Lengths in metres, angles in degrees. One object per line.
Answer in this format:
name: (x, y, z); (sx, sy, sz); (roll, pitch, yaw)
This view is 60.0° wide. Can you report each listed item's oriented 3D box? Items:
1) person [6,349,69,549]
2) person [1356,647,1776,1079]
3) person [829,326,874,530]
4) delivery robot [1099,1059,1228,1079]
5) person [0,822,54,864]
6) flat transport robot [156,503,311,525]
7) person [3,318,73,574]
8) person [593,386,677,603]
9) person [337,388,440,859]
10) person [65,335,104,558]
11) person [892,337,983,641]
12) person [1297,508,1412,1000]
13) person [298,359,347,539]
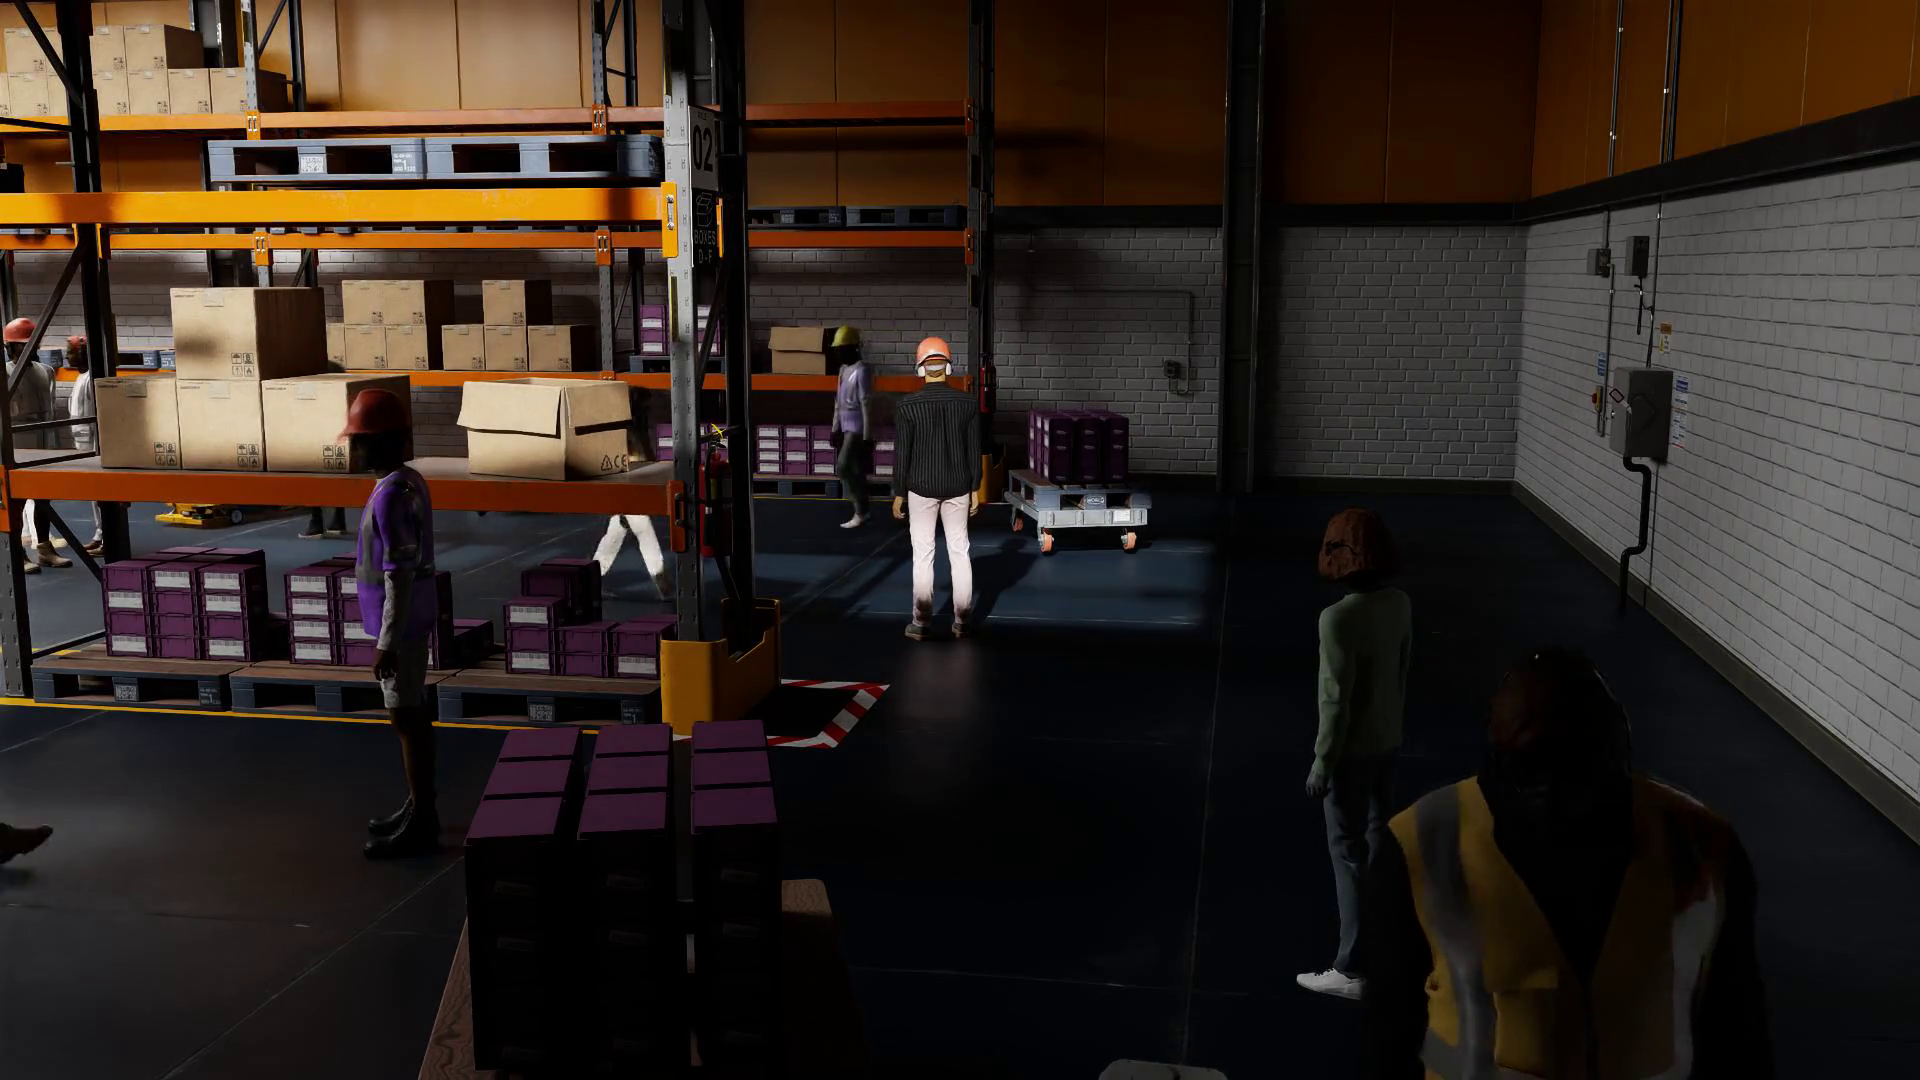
person: (-8.124, -0.844, 14.538); (0.627, 1.844, 0.429); (8, 12, 41)
person: (1.024, 1.048, 2.931); (0.667, 1.816, 0.703); (1, 9, 5)
person: (-1.011, -1.038, 15.542); (0.466, 1.910, 0.609); (-3, 10, -19)
delivery robot: (0.444, 1.469, 3.876); (0.477, 0.478, 0.707); (2, 9, 14)
person: (-4.138, 0.514, 6.656); (0.865, 1.651, 0.539); (-3, 10, -20)
flat transport robot: (-7.038, -0.344, 16.291); (0.652, 0.197, 1.431); (5, 10, 27)
person: (-7.450, -0.755, 13.358); (0.382, 2.041, 0.616); (3, 10, 19)
person: (-2.407, -0.332, 12.139); (0.857, 1.591, 0.517); (0, 9, 0)
person: (-2.342, 0.342, 6.881); (0.355, 1.938, 0.544); (-2, 9, -14)
person: (-7.340, -0.791, 14.085); (0.354, 1.881, 0.576); (-7, 11, -36)
person: (-0.153, -0.329, 10.900); (0.611, 1.985, 0.393); (-3, 10, -16)
person: (1.324, 0.708, 5.550); (0.266, 1.631, 0.507); (8, 12, 42)
person: (-5.838, -0.995, 15.091); (0.361, 1.963, 0.613); (6, 11, 33)
